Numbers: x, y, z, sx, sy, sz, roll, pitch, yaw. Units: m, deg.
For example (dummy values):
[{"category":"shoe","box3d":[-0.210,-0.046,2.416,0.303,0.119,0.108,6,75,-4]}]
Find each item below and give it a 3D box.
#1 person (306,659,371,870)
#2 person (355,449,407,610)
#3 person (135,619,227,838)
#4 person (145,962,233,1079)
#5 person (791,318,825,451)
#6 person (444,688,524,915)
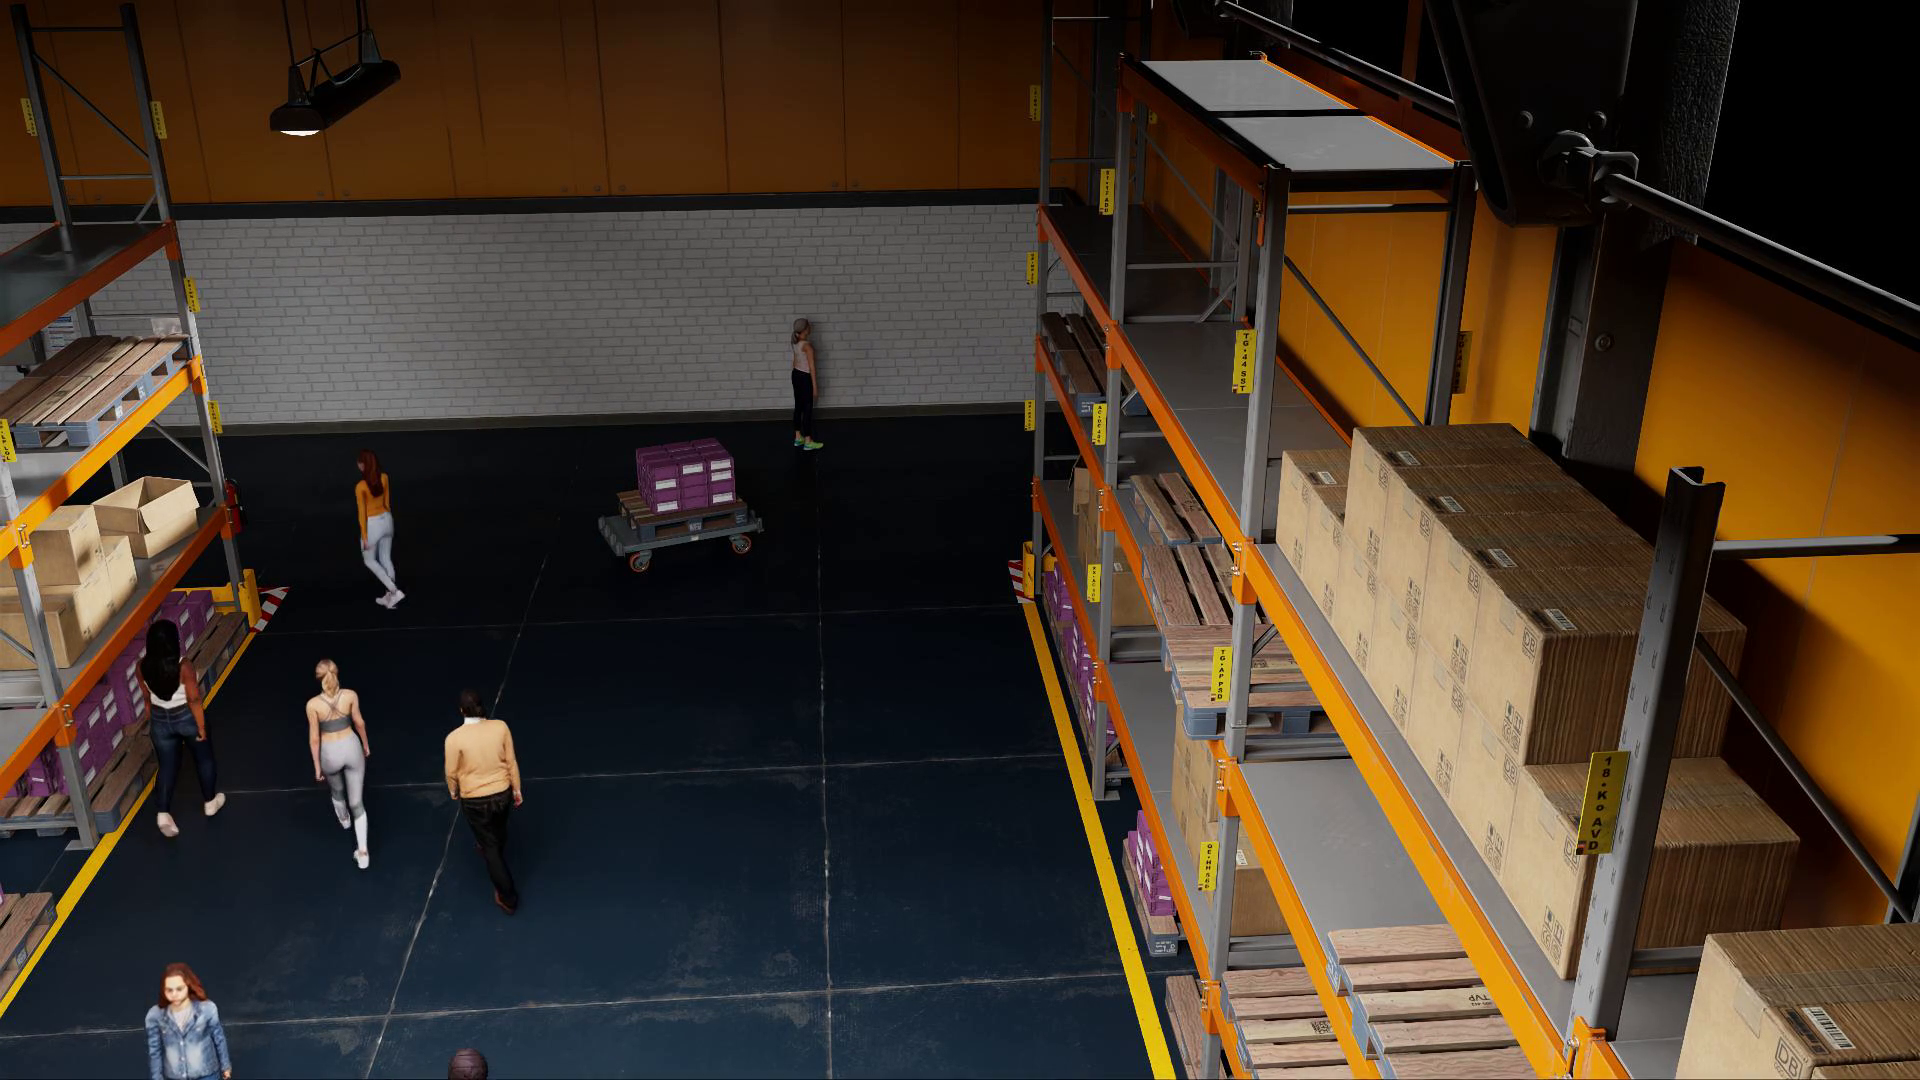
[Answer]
[{"category":"person","box3d":[-4.713,1.731,12.735,0.890,1.655,1.204,-12,26,-25]},{"category":"person","box3d":[-5.799,-0.079,16.766,0.873,1.742,0.832,14,27,29]},{"category":"person","box3d":[-6.201,1.504,13.089,0.658,1.787,1.034,-1,24,-2]},{"category":"person","box3d":[-4.531,3.105,9.839,0.632,1.456,0.965,-5,24,-11]},{"category":"person","box3d":[-2.002,-2.003,21.217,0.738,1.702,0.640,-18,29,-35]},{"category":"person","box3d":[-3.440,1.940,12.183,1.050,1.713,1.205,-19,30,-36]}]
